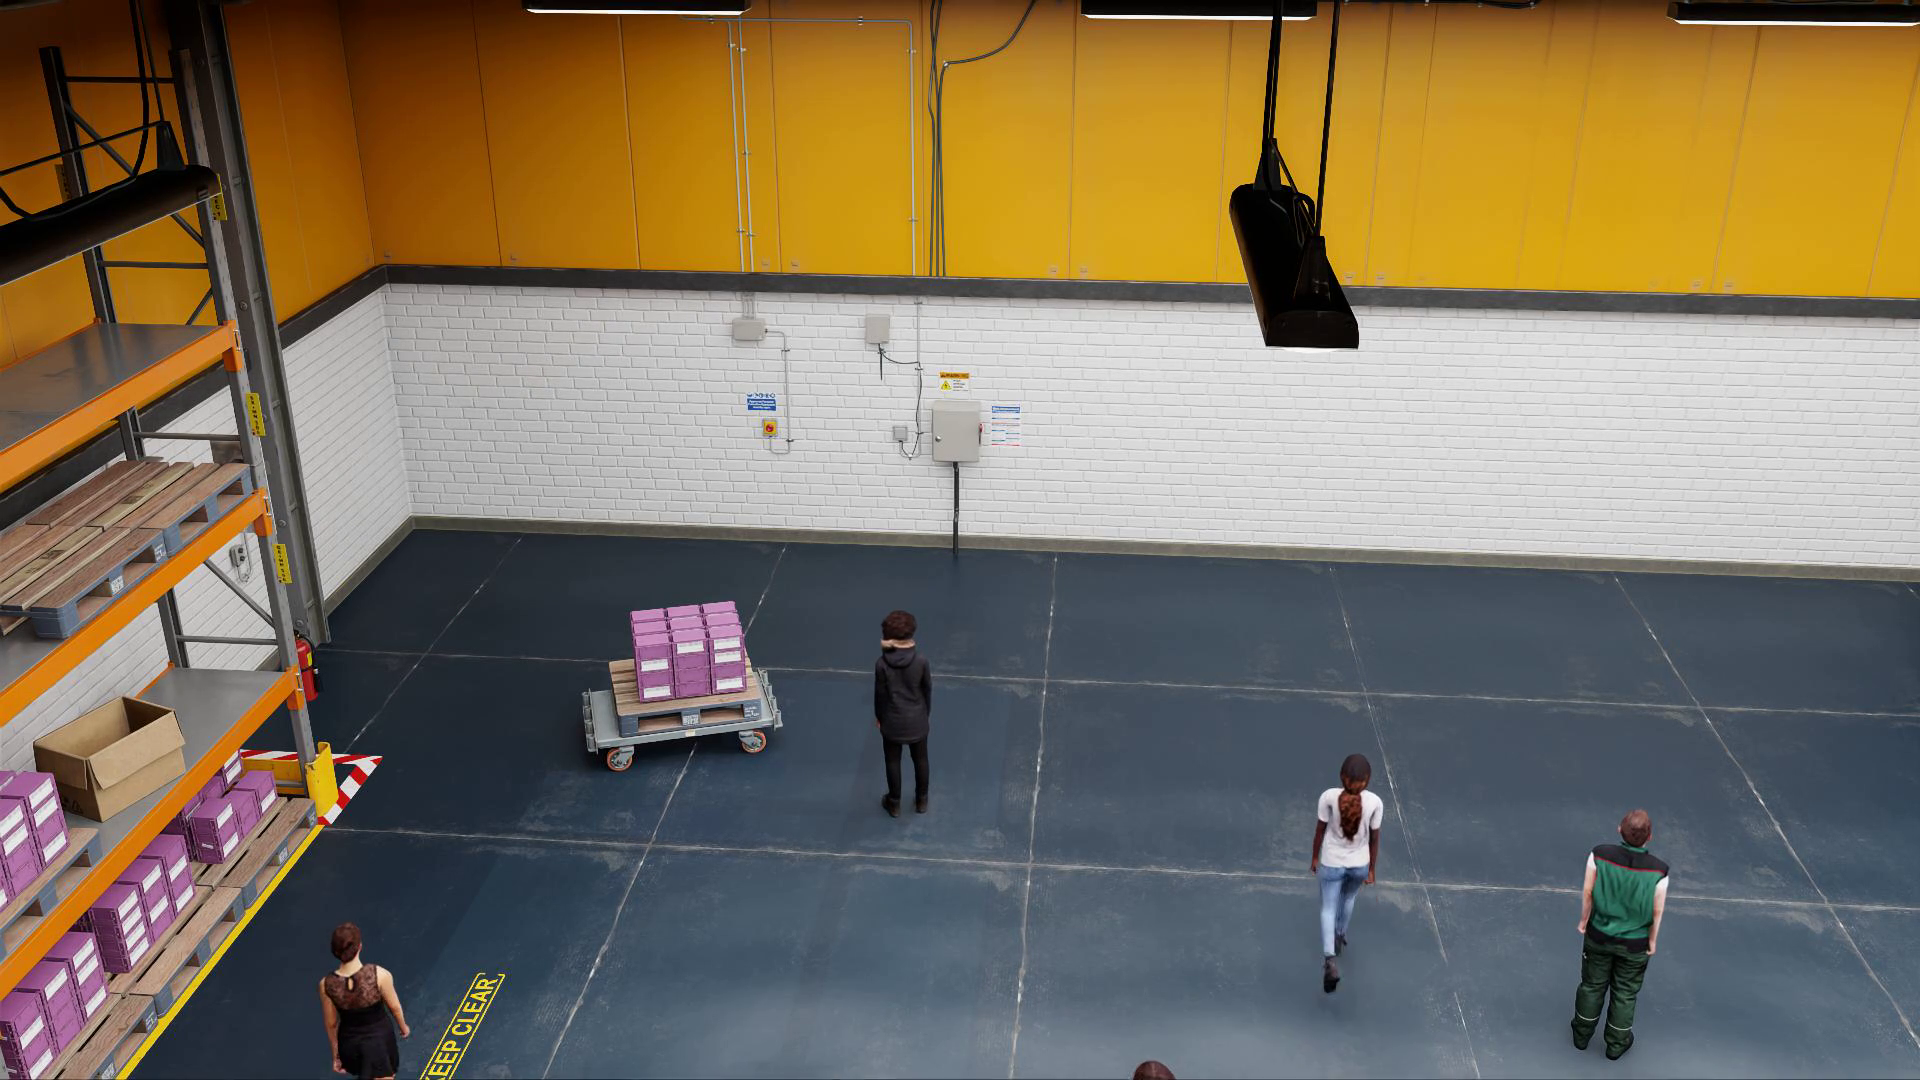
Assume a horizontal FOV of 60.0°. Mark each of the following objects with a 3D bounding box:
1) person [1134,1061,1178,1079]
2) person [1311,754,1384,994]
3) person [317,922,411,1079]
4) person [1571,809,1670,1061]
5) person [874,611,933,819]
[{"bbox_3d":[0.932,3.415,8.535,0.822,1.807,0.732,20,31,38],"label":"person"},{"bbox_3d":[2.614,2.265,11.307,0.595,1.693,1.046,3,24,6],"label":"person"},{"bbox_3d":[-3.462,3.010,9.660,0.652,1.647,1.001,-1,24,-2],"label":"person"},{"bbox_3d":[4.203,2.489,10.606,0.732,1.844,0.738,13,27,27],"label":"person"},{"bbox_3d":[-0.438,1.394,13.195,0.683,1.775,0.678,-4,24,-9],"label":"person"}]
